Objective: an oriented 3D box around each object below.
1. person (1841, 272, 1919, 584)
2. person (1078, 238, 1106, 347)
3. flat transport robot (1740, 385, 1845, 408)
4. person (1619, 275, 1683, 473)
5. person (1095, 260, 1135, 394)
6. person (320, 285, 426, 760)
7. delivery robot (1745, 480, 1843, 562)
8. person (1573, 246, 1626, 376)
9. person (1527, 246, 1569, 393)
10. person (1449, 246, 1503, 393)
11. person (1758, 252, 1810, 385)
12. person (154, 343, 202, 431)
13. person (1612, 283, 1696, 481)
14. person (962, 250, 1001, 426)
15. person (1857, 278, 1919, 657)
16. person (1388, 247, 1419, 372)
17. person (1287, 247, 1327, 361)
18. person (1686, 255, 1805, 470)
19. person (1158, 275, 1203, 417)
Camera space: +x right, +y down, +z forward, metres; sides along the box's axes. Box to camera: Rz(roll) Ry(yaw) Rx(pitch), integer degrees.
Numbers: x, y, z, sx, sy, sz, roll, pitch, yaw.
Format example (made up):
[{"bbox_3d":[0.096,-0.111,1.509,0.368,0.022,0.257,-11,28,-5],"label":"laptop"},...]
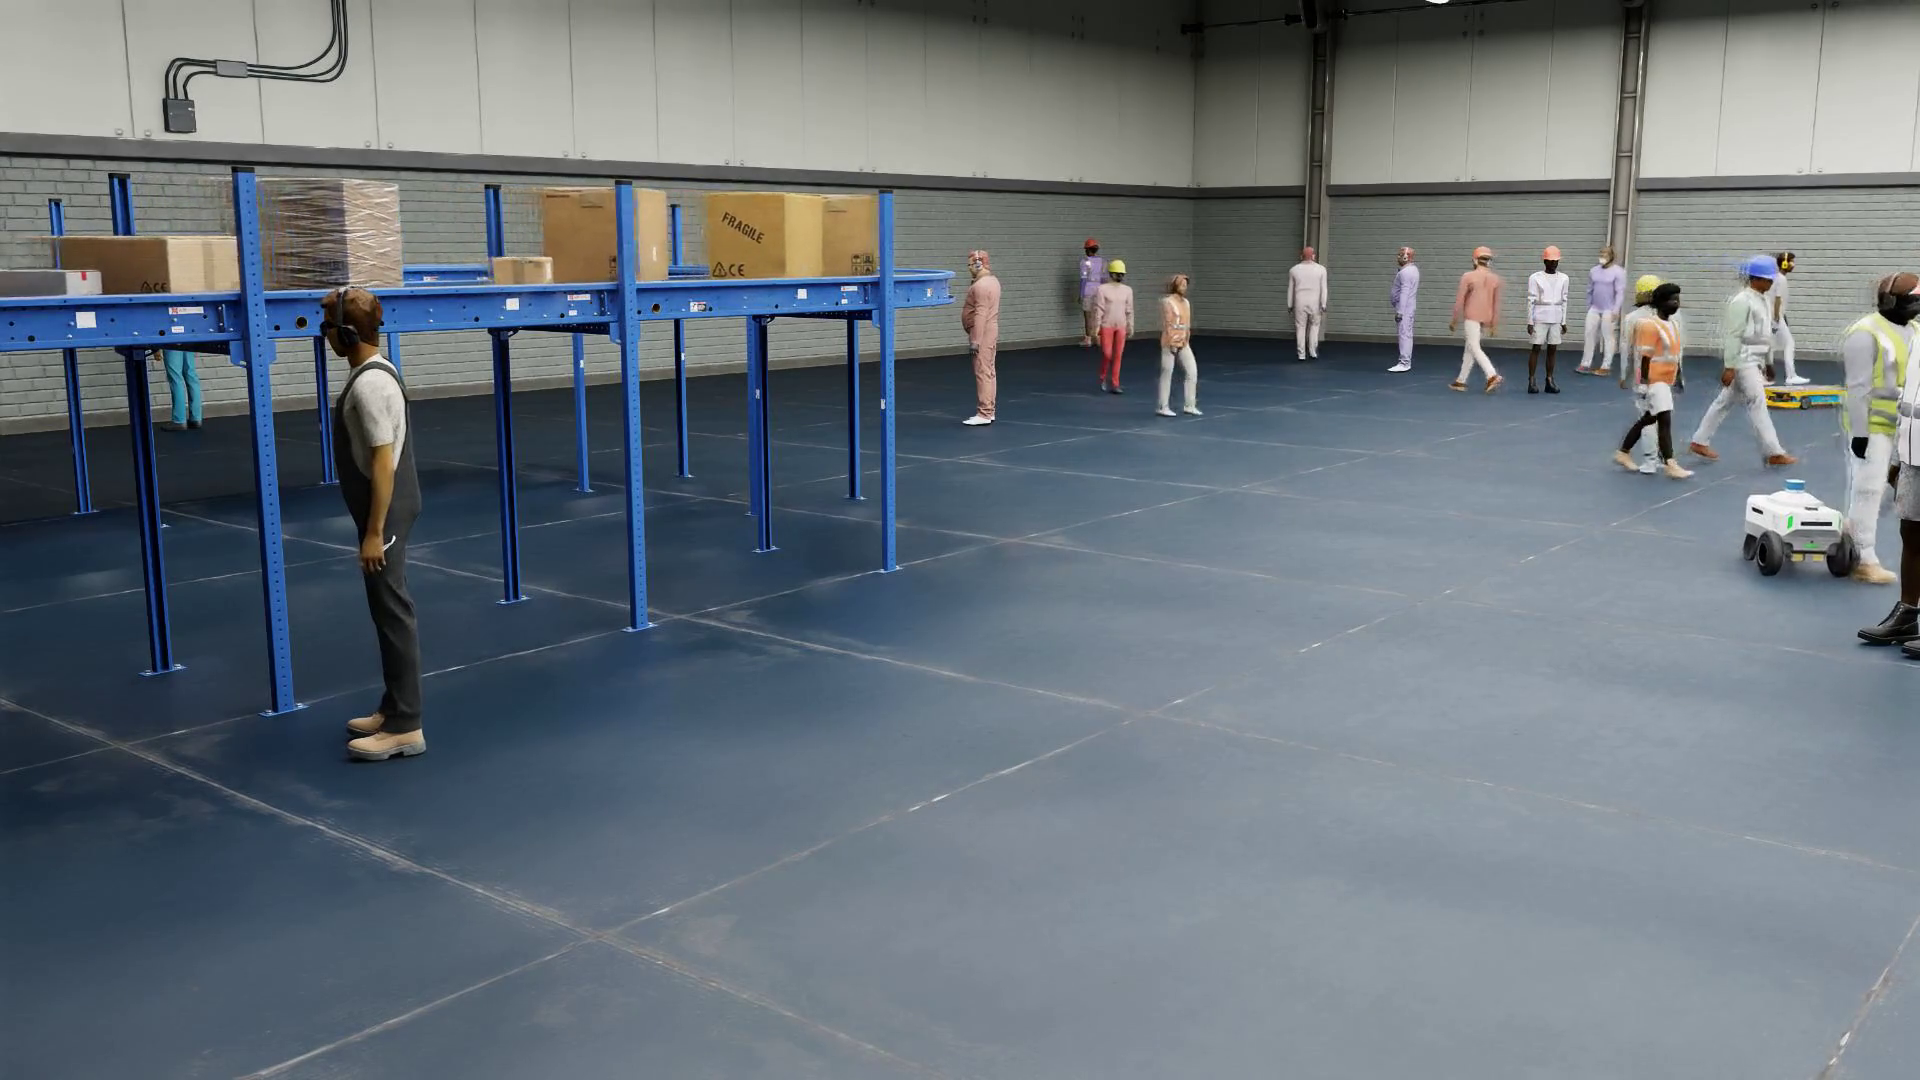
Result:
[{"bbox_3d":[5.470,-0.670,9.893,0.623,1.833,0.494,-5,11,-25],"label":"person"},{"bbox_3d":[2.486,-4.710,31.686,0.615,2.042,0.372,-8,13,-37],"label":"person"},{"bbox_3d":[10.410,-1.771,20.436,1.431,0.197,0.652,-3,11,-17],"label":"flat transport robot"},{"bbox_3d":[6.037,-1.448,14.530,0.498,1.713,0.554,0,10,0],"label":"person"},{"bbox_3d":[2.042,-2.802,21.900,0.553,1.752,0.360,-4,11,-20],"label":"person"},{"bbox_3d":[-2.297,-0.069,6.532,0.351,1.842,0.507,-3,11,-15],"label":"person"},{"bbox_3d":[5.153,-0.130,10.294,0.477,0.478,0.707,1,10,5],"label":"delivery robot"},{"bbox_3d":[9.541,-3.405,24.829,0.707,1.921,0.658,-6,12,-32],"label":"person"},{"bbox_3d":[7.799,-2.921,22.068,0.552,1.937,0.356,-1,10,-6],"label":"person"},{"bbox_3d":[6.942,-2.933,22.126,0.620,1.946,0.986,-5,11,-24],"label":"person"},{"bbox_3d":[11.561,-3.086,23.275,0.829,1.841,0.515,2,10,10],"label":"person"},{"bbox_3d":[-8.357,-2.097,17.766,0.390,1.843,0.565,3,11,17],"label":"person"},{"bbox_3d":[5.968,-1.373,14.266,0.552,1.672,0.792,-10,14,-44],"label":"person"},{"bbox_3d":[0.222,-2.217,18.270,0.409,1.904,0.640,2,11,13],"label":"person"},{"bbox_3d":[4.741,-0.403,8.115,0.359,1.938,0.547,-2,10,-10],"label":"person"},{"bbox_3d":[6.830,-3.552,25.640,0.408,1.913,0.641,5,11,24],"label":"person"},{"bbox_3d":[5.867,-3.982,28.084,0.673,1.881,0.785,3,11,15],"label":"person"},{"bbox_3d":[7.047,-1.592,14.882,1.028,1.887,0.634,9,13,40],"label":"person"},{"bbox_3d":[2.529,-2.206,19.003,0.642,1.618,0.521,10,14,43],"label":"person"}]
